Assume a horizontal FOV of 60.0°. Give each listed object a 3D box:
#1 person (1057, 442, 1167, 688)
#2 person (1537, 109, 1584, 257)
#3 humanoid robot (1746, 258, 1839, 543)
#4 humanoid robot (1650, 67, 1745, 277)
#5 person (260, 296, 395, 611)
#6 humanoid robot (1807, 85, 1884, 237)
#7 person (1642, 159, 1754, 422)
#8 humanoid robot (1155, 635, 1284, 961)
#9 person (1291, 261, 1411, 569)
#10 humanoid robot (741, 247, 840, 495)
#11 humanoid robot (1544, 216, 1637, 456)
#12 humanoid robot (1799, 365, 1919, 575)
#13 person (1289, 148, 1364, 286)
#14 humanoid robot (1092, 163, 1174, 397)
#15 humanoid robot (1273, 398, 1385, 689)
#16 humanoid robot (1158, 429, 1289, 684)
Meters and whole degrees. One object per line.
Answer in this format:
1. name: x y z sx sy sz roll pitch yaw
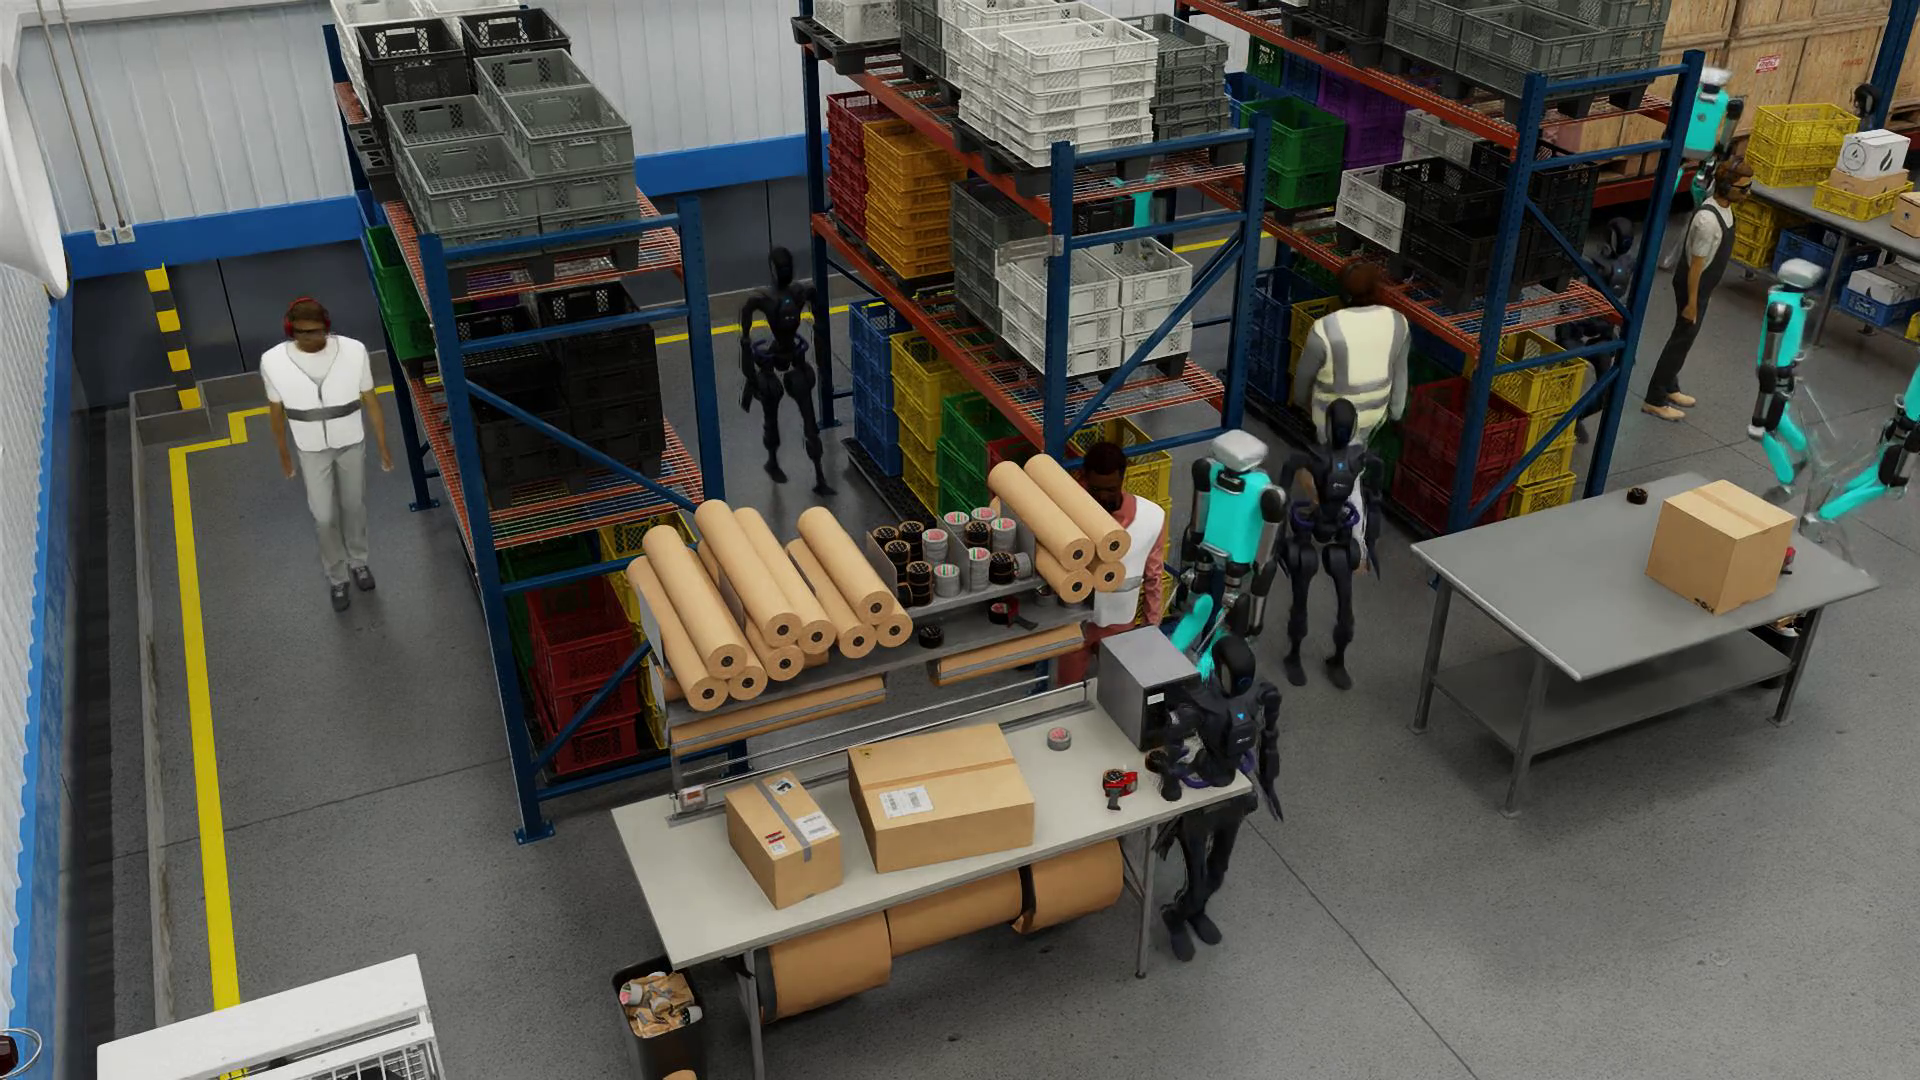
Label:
1. person: 0.647 0.364 7.817 0.590 1.910 0.381 2 32 4
2. person: 4.877 -3.063 13.524 0.523 1.761 0.336 -27 41 -37
3. humanoid robot: 5.020 -0.717 9.815 0.840 1.819 0.532 20 37 29
4. humanoid robot: 5.900 -2.975 13.401 0.556 1.761 0.815 16 35 24
5. person: -3.471 -0.476 9.255 0.572 1.825 0.628 -15 35 -23
6. humanoid robot: 6.993 -2.828 13.266 0.603 1.624 0.772 -23 38 -32
7. person: 4.977 -1.682 11.213 0.336 1.838 0.505 18 36 27
8. humanoid robot: 1.067 1.056 6.920 0.590 1.643 0.418 -14 34 -22
9. person: 2.239 -0.795 9.809 0.629 1.787 0.984 -12 34 -18
10. humanoid robot: -1.063 -1.024 10.309 0.601 1.631 0.710 -15 35 -23
11. humanoid robot: 4.078 -1.320 10.759 0.600 1.651 0.401 -6 32 -10
12. humanoid robot: 5.076 -0.492 9.407 0.800 1.804 0.530 13 34 21
13. person: 2.824 -2.732 12.865 0.586 1.896 0.855 -20 37 -29
14. humanoid robot: 1.227 -1.758 11.443 0.552 1.740 1.043 -7 32 -11
15. humanoid robot: 1.878 0.023 8.582 0.614 1.649 0.323 -2 32 -3
16. humanoid robot: 1.114 0.394 7.954 0.775 1.808 0.548 -25 39 -34
